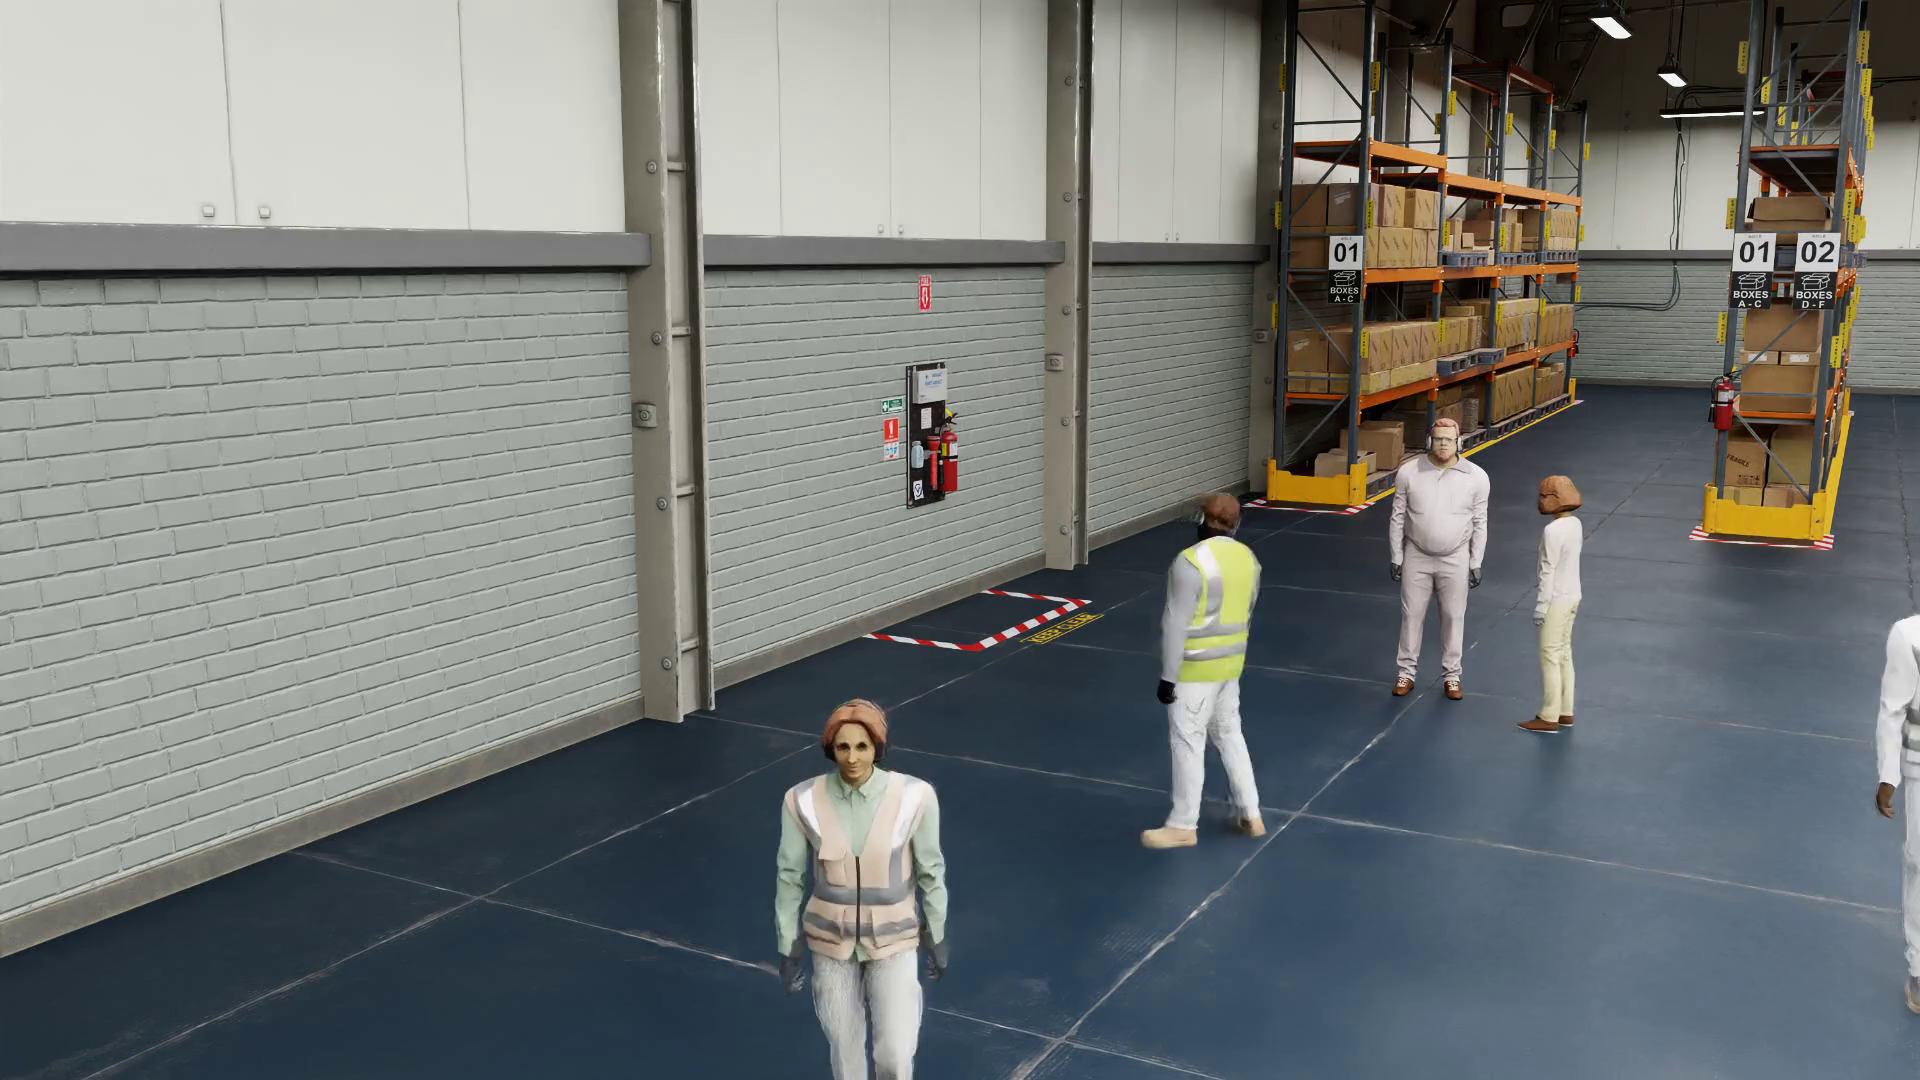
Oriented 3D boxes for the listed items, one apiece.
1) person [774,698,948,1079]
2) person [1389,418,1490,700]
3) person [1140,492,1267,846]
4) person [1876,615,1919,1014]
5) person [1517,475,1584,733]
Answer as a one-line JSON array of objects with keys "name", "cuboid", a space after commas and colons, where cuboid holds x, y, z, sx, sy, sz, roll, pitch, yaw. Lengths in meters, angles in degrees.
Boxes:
[{"name": "person", "cuboid": [-0.314, 1.298, 5.237, 0.544, 1.622, 0.398, 1, 10, 4]}, {"name": "person", "cuboid": [3.231, 0.128, 11.272, 0.643, 1.913, 0.411, 3, 10, 16]}, {"name": "person", "cuboid": [1.279, 0.669, 8.414, 0.511, 1.810, 0.709, 8, 13, 41]}, {"name": "person", "cuboid": [3.946, 0.944, 6.583, 0.602, 1.879, 0.430, 3, 10, 18]}, {"name": "person", "cuboid": [3.766, 0.402, 10.511, 0.287, 1.622, 0.510, 8, 12, 38]}]
